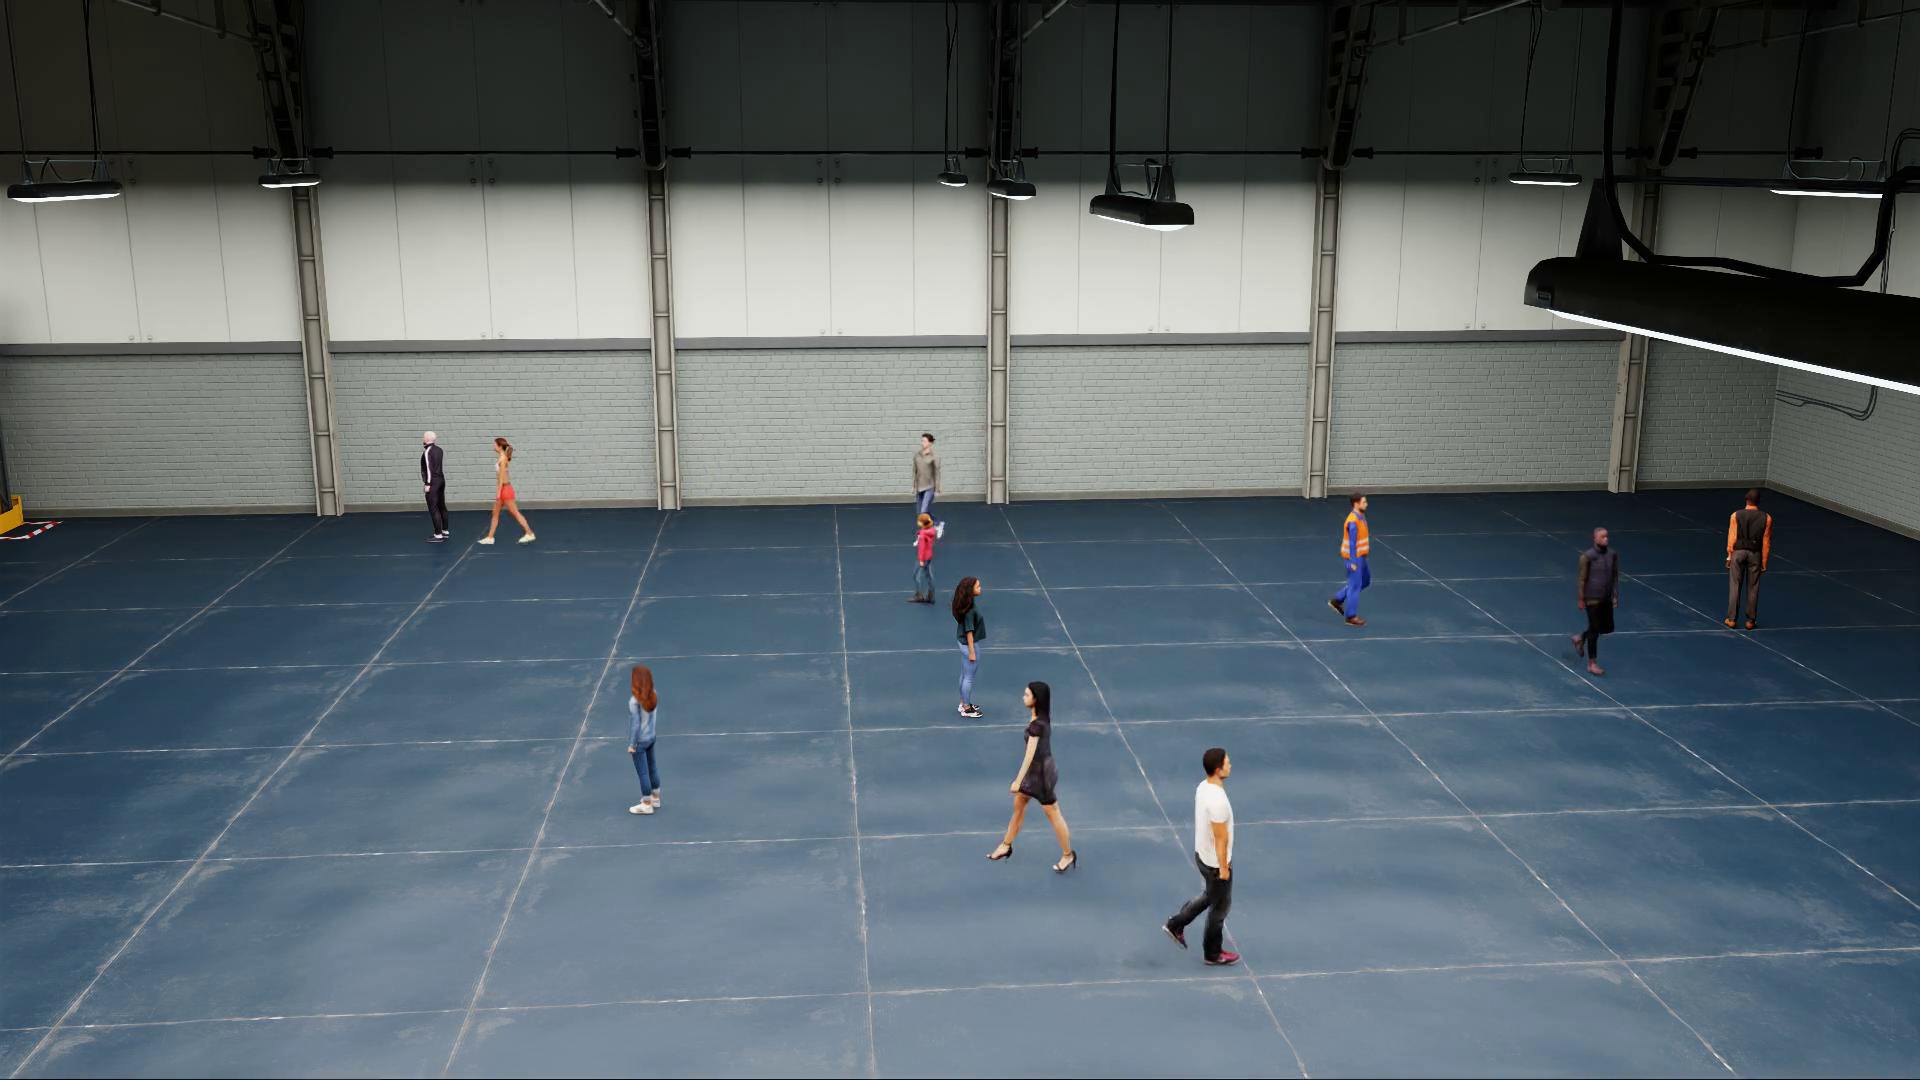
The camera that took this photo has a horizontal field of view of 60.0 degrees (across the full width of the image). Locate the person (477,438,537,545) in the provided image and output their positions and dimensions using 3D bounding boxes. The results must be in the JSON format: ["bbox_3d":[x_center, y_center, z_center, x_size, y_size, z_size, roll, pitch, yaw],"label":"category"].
[{"bbox_3d":[-7.339,-0.761,27.179,1.187,1.742,0.730,-3,13,-14],"label":"person"}]

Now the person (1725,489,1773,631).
[{"bbox_3d":[10.624,0.250,22.445,0.717,1.908,0.845,5,14,21],"label":"person"}]

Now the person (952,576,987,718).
[{"bbox_3d":[0.100,1.202,18.978,0.596,1.616,0.602,-2,13,-8],"label":"person"}]

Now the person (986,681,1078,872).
[{"bbox_3d":[0.806,2.125,14.703,1.028,1.747,0.626,-1,13,-3],"label":"person"}]

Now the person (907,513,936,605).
[{"bbox_3d":[-0.442,0.274,23.675,0.739,1.306,0.675,6,14,25],"label":"person"}]

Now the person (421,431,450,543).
[{"bbox_3d":[-8.700,-0.901,27.575,0.664,1.836,0.728,2,13,9],"label":"person"}]

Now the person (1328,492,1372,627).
[{"bbox_3d":[5.280,0.246,22.584,0.946,1.852,0.884,6,14,23],"label":"person"}]

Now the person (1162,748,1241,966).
[{"bbox_3d":[1.905,2.491,13.026,0.828,1.791,0.645,-1,13,-3],"label":"person"}]

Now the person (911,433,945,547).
[{"bbox_3d":[-0.500,-0.837,27.278,1.091,1.846,1.158,11,17,39],"label":"person"}]

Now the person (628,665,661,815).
[{"bbox_3d":[-3.073,1.927,16.158,0.625,1.476,0.632,5,14,19],"label":"person"}]

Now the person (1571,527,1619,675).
[{"bbox_3d":[7.851,0.719,20.608,0.952,1.823,0.927,-5,14,-20],"label":"person"}]
